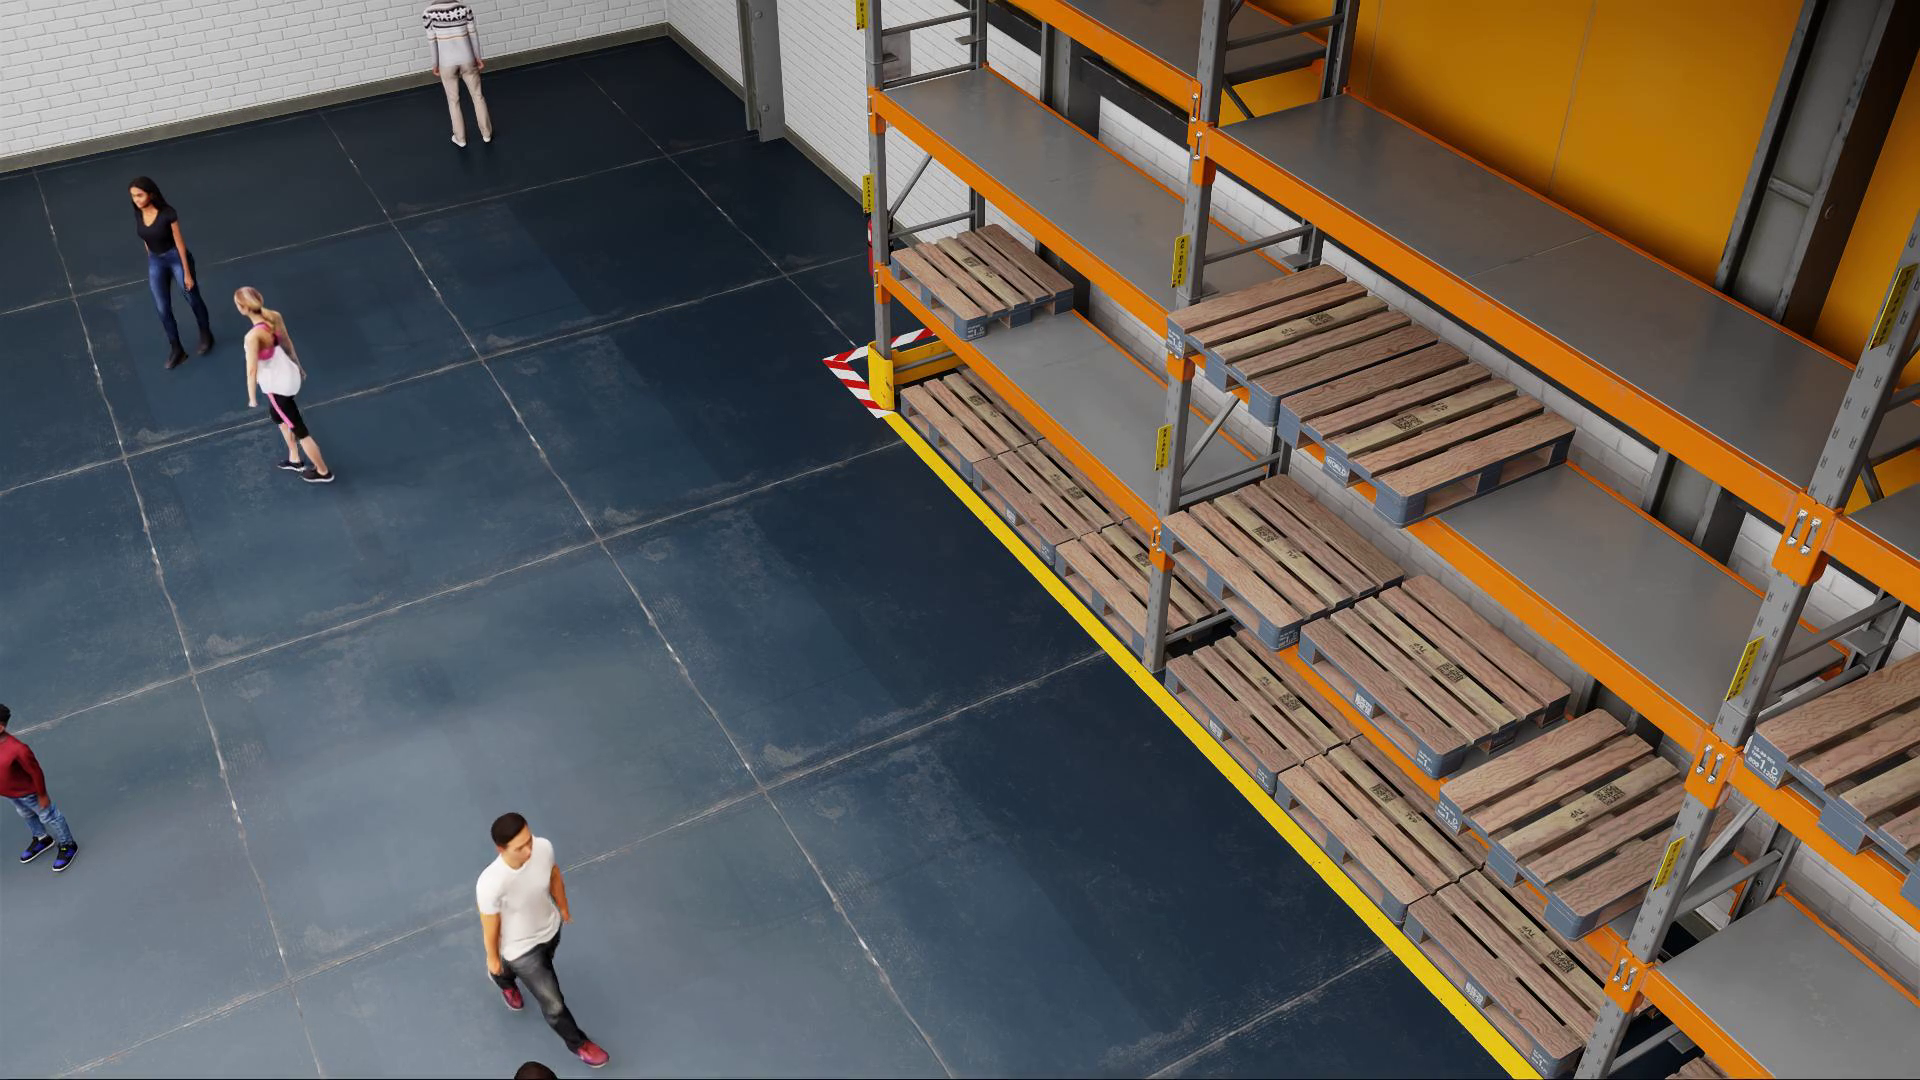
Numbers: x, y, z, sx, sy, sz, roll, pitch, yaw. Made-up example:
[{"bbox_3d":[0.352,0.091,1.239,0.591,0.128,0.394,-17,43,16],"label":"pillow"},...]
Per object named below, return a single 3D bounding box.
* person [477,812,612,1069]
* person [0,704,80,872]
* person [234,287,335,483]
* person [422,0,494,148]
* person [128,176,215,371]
[{"bbox_3d":[-2.356,2.054,8.845,1.252,1.762,1.043,19,42,22],"label":"person"},{"bbox_3d":[-5.640,1.461,9.994,0.578,1.256,0.646,12,40,15],"label":"person"},{"bbox_3d":[-5.162,-1.168,12.873,0.912,1.772,0.854,6,39,8],"label":"person"},{"bbox_3d":[-5.378,-5.128,17.761,0.704,1.860,0.575,-16,41,-19],"label":"person"},{"bbox_3d":[-6.797,-2.403,14.459,0.821,1.720,0.929,1,39,2],"label":"person"}]
